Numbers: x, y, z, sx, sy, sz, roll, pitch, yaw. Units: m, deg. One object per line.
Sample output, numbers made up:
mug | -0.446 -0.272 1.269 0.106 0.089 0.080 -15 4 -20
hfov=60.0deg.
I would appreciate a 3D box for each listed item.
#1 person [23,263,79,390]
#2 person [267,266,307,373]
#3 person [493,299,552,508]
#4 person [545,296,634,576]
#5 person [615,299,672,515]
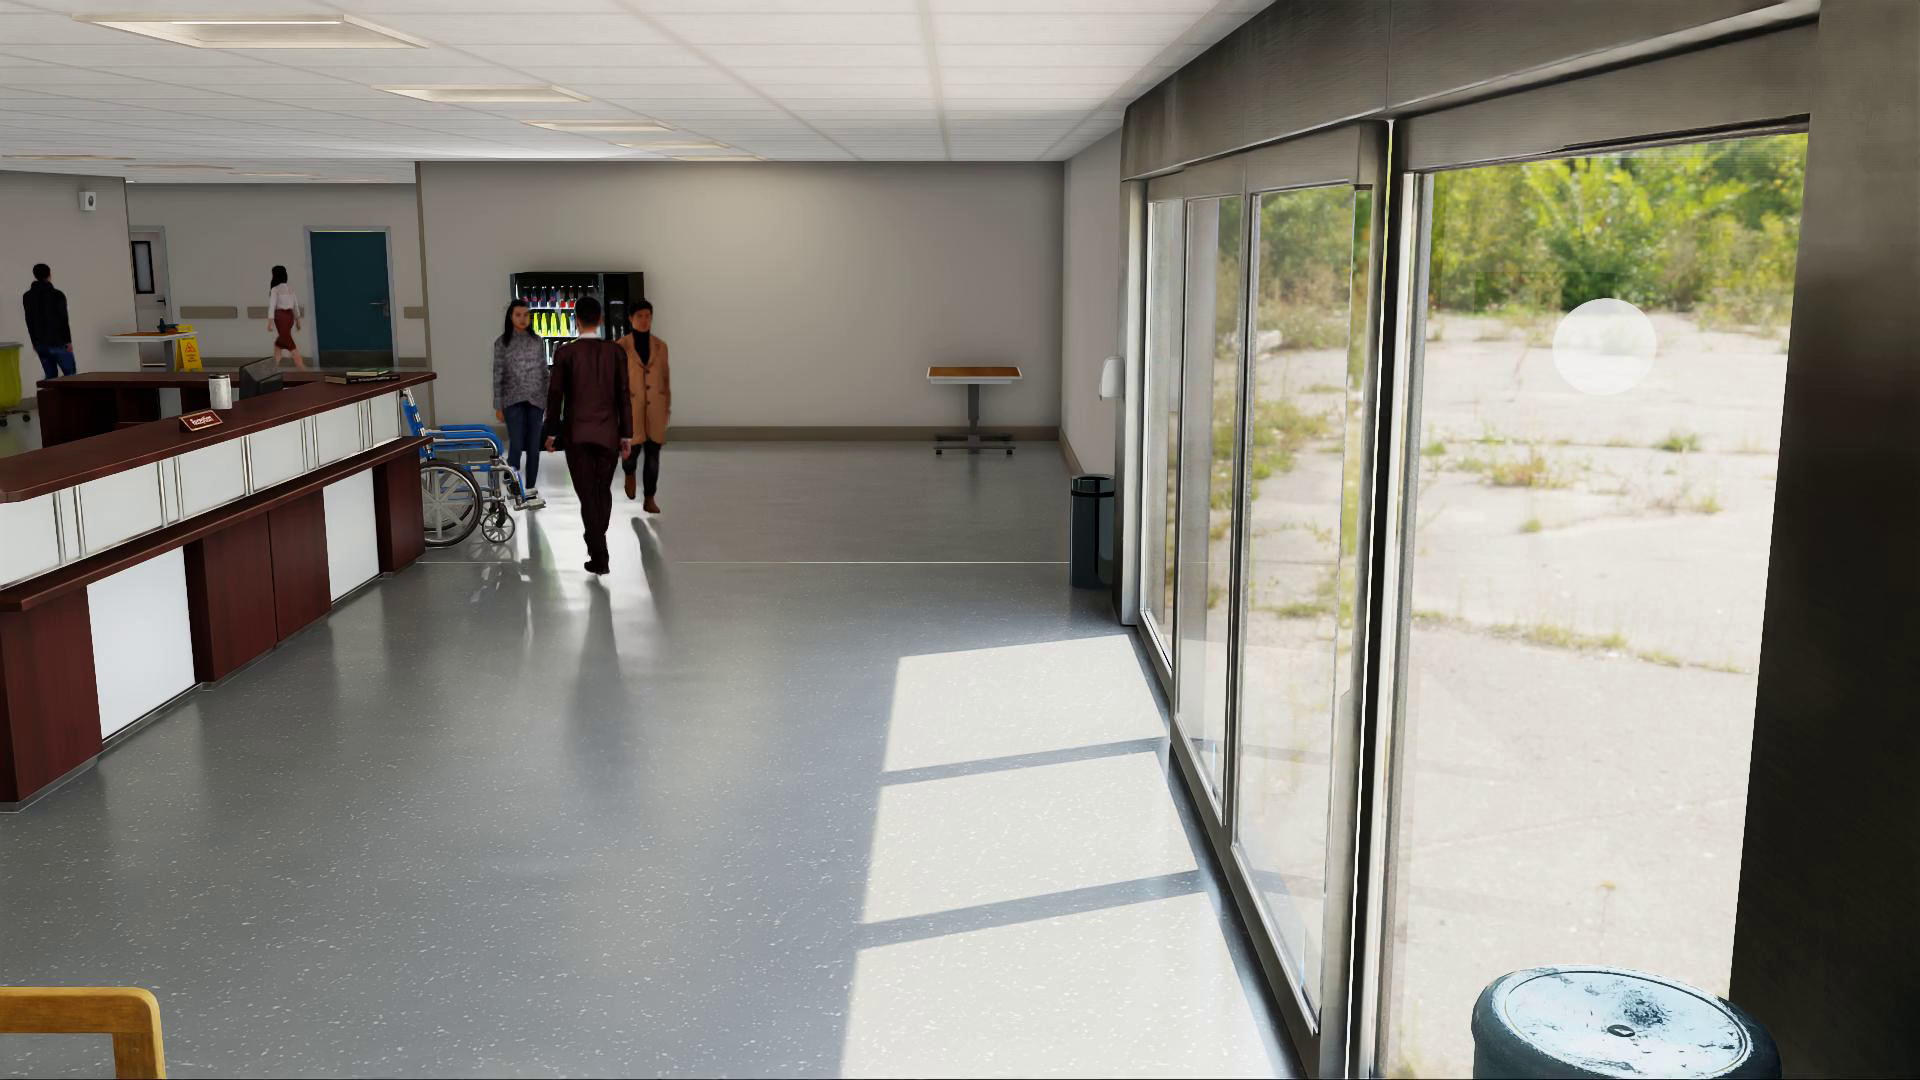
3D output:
person | -10.774 -2.305 19.600 0.642 1.872 0.776 1 11 6
person | -9.667 -3.043 23.962 1.181 1.696 0.859 3 11 18
person | -3.637 -1.127 13.801 0.705 1.721 0.790 -7 13 -32
person | -2.431 -0.662 11.069 1.177 1.824 1.096 -6 12 -28
person | -2.596 -1.082 13.477 0.962 1.710 0.926 -5 12 -24
